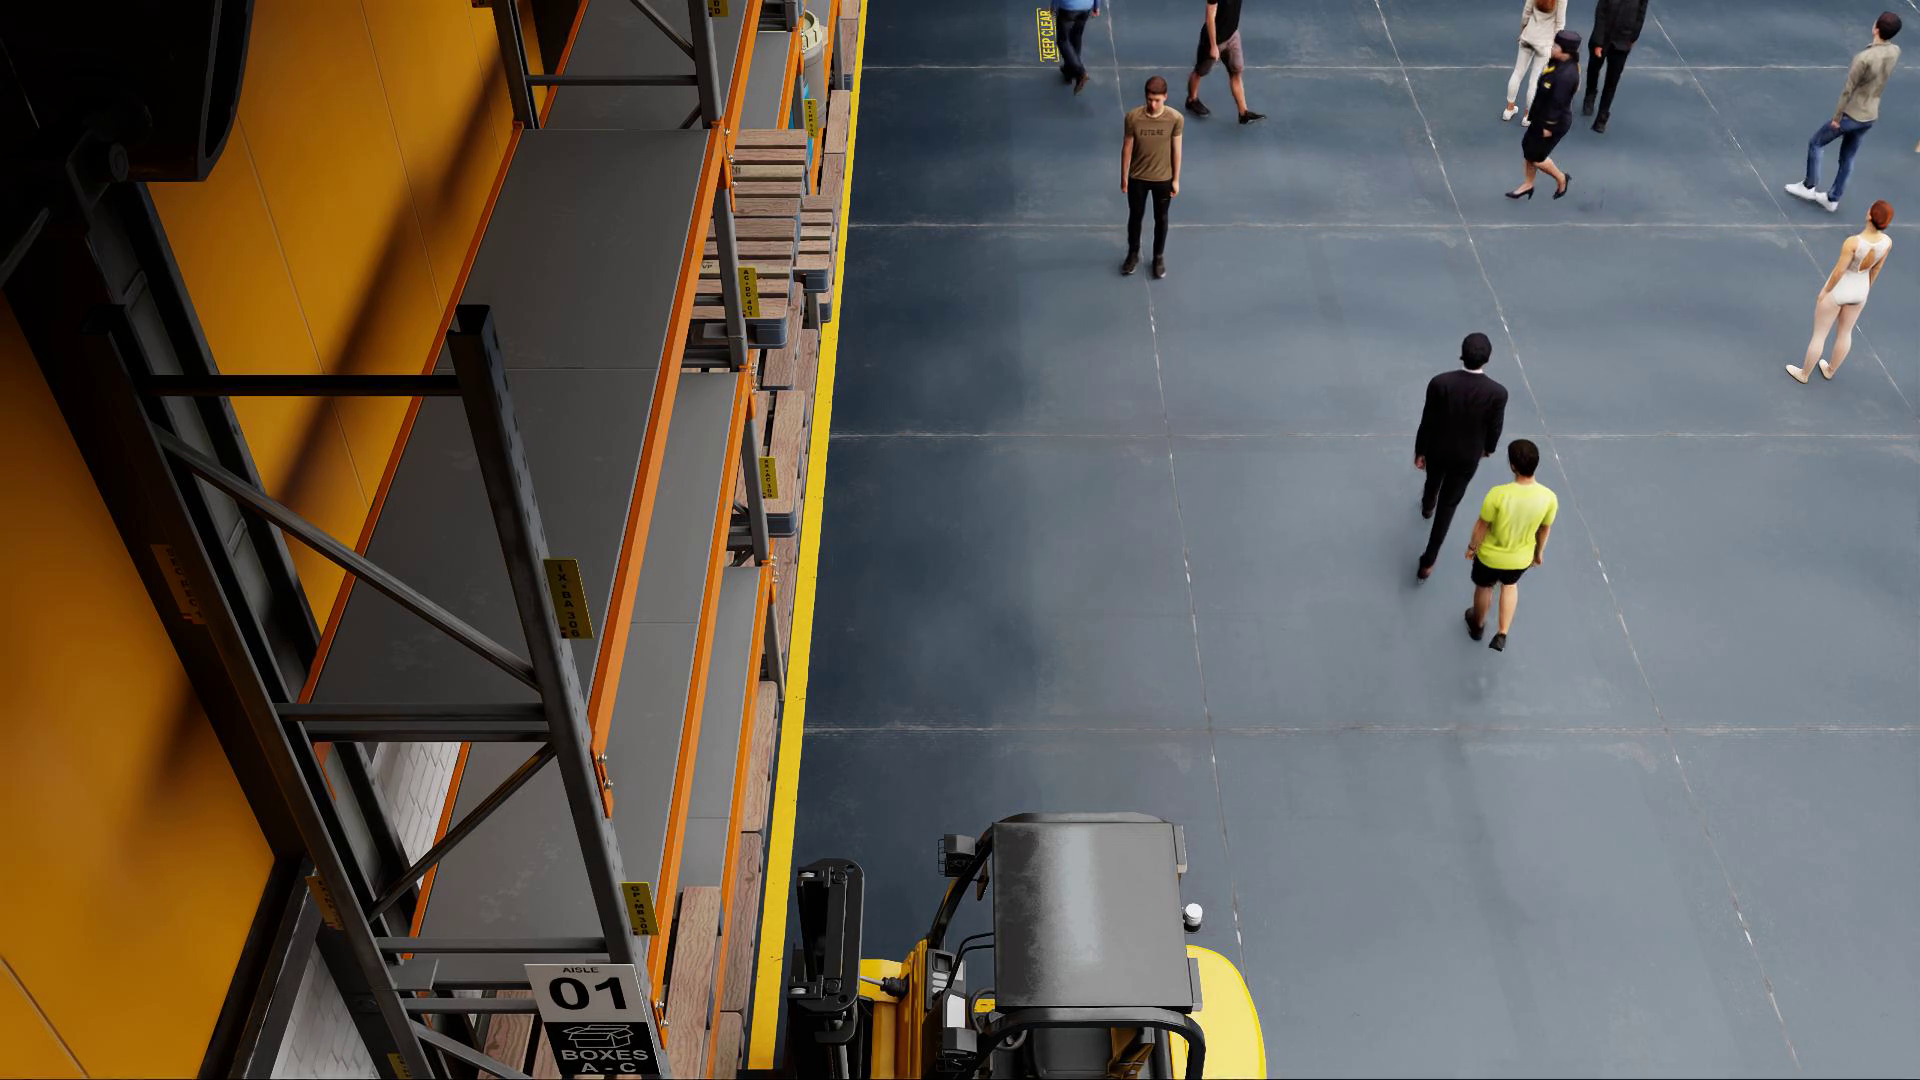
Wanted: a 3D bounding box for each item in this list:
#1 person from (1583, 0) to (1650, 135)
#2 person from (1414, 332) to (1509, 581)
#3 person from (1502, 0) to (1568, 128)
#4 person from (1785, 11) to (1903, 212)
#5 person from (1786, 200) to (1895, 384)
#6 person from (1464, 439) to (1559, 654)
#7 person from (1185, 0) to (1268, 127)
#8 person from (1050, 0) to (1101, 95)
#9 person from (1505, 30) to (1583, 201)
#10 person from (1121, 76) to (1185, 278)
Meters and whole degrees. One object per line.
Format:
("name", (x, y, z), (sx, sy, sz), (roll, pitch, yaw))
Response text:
("person", (6.302, -4.891, 16.122), (0.839, 1.728, 1.124), (12, 45, 13))
("person", (3.401, -0.553, 11.491), (1.035, 1.836, 1.331), (16, 46, 16))
("person", (5.582, -4.829, 16.068), (0.756, 1.713, 0.686), (-31, 52, -28))
("person", (8.050, -3.765, 14.854), (0.808, 1.849, 0.831), (-13, 45, -13))
("person", (6.977, -1.941, 13.088), (0.571, 1.643, 0.515), (-5, 44, -5))
("person", (3.593, 0.119, 10.898), (0.667, 1.681, 0.809), (3, 44, 3))
("person", (2.439, -4.910, 16.079), (1.141, 1.816, 1.250), (-31, 52, -28))
("person", (1.176, -5.292, 16.500), (0.891, 1.788, 1.121), (-14, 45, -14))
("person", (5.375, -3.760, 14.985), (0.799, 1.660, 0.751), (5, 44, 5))
("person", (1.630, -3.113, 14.168), (0.687, 1.849, 0.604), (5, 44, 5))
